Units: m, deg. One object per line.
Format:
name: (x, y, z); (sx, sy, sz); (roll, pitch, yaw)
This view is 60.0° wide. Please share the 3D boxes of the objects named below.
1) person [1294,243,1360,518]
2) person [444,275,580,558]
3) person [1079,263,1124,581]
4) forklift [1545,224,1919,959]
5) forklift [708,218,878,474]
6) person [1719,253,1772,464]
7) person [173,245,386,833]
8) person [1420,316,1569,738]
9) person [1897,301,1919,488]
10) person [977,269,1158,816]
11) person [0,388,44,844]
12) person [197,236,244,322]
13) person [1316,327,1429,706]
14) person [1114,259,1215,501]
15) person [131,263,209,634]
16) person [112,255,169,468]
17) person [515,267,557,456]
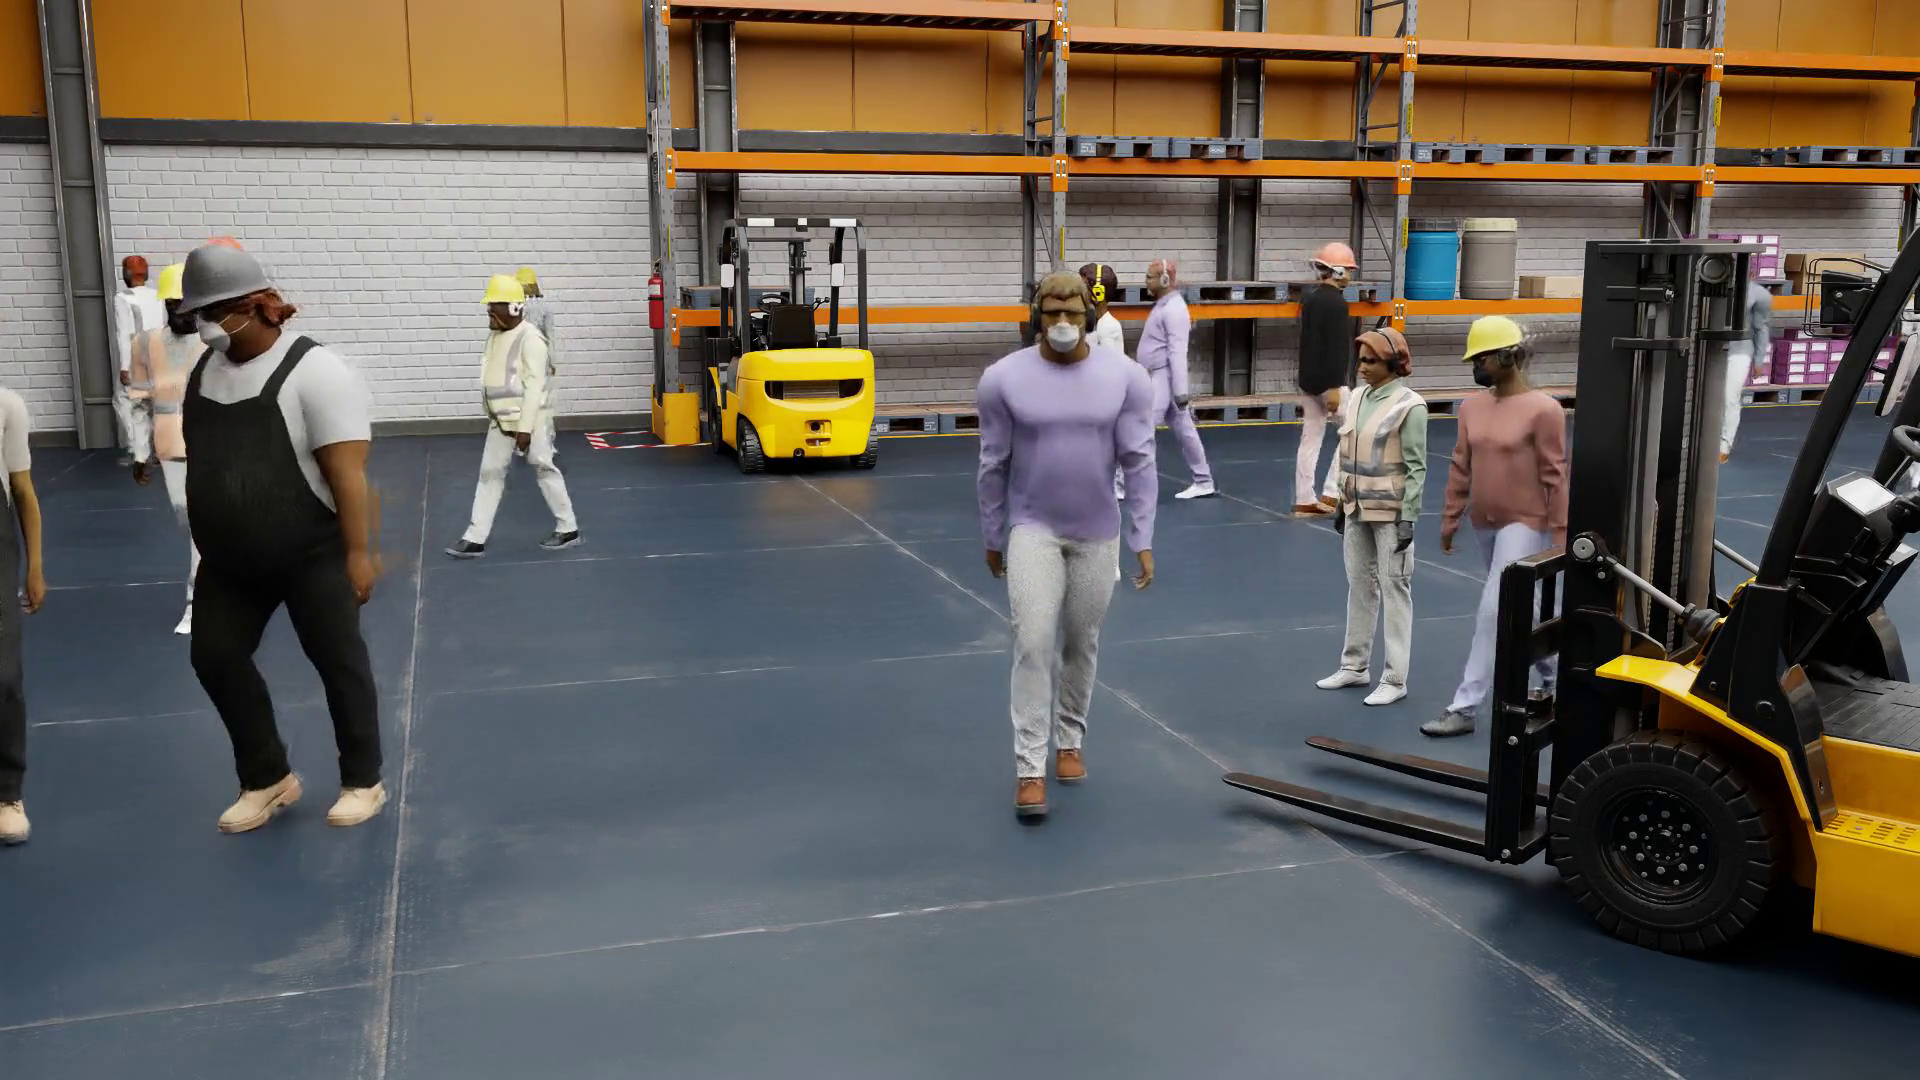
person: (2.681, -1.128, 11.923); (0.586, 1.972, 0.660); (-2, 11, -11)
person: (-2.830, -0.779, 10.556); (0.613, 1.783, 0.925); (10, 14, 43)
person: (0.806, -0.683, 9.785); (0.328, 1.874, 0.517); (1, 10, 3)
forklift: (2.909, 0.117, 4.508); (2.313, 2.155, 1.214); (9, 14, 40)
forklift: (-1.522, -1.778, 14.899); (1.214, 2.155, 2.313); (-3, 11, -17)
person: (6.942, -1.646, 14.951); (0.668, 1.912, 0.633); (-9, 14, -42)
person: (-2.290, -0.009, 5.619); (0.801, 2.000, 0.633); (3, 11, 16)
person: (2.274, -0.072, 6.902); (0.933, 1.703, 0.531); (-6, 12, -29)
person: (7.943, -1.346, 13.582); (0.541, 1.815, 0.996); (7, 13, 36)
person: (0.382, 0.012, 5.891); (0.635, 1.905, 0.862); (-1, 10, -3)
person: (-3.331, 0.133, 5.438); (0.574, 1.824, 0.536); (-4, 11, -23)
person: (-5.432, -1.264, 12.566); (0.618, 2.019, 0.710); (2, 11, 12)
person: (1.818, -0.104, 7.247); (0.309, 1.640, 0.513); (-5, 11, -25)
person: (1.517, -1.216, 12.764); (1.007, 1.854, 0.645); (1, 10, 5)
person: (-4.036, -0.516, 8.823); (0.592, 1.901, 0.922); (0, 10, 2)
person: (-7.199, -1.548, 14.544); (0.628, 1.859, 0.609); (4, 11, 20)
person: (-3.990, -1.648, 15.425); (0.487, 1.744, 0.294); (-2, 11, -11)
